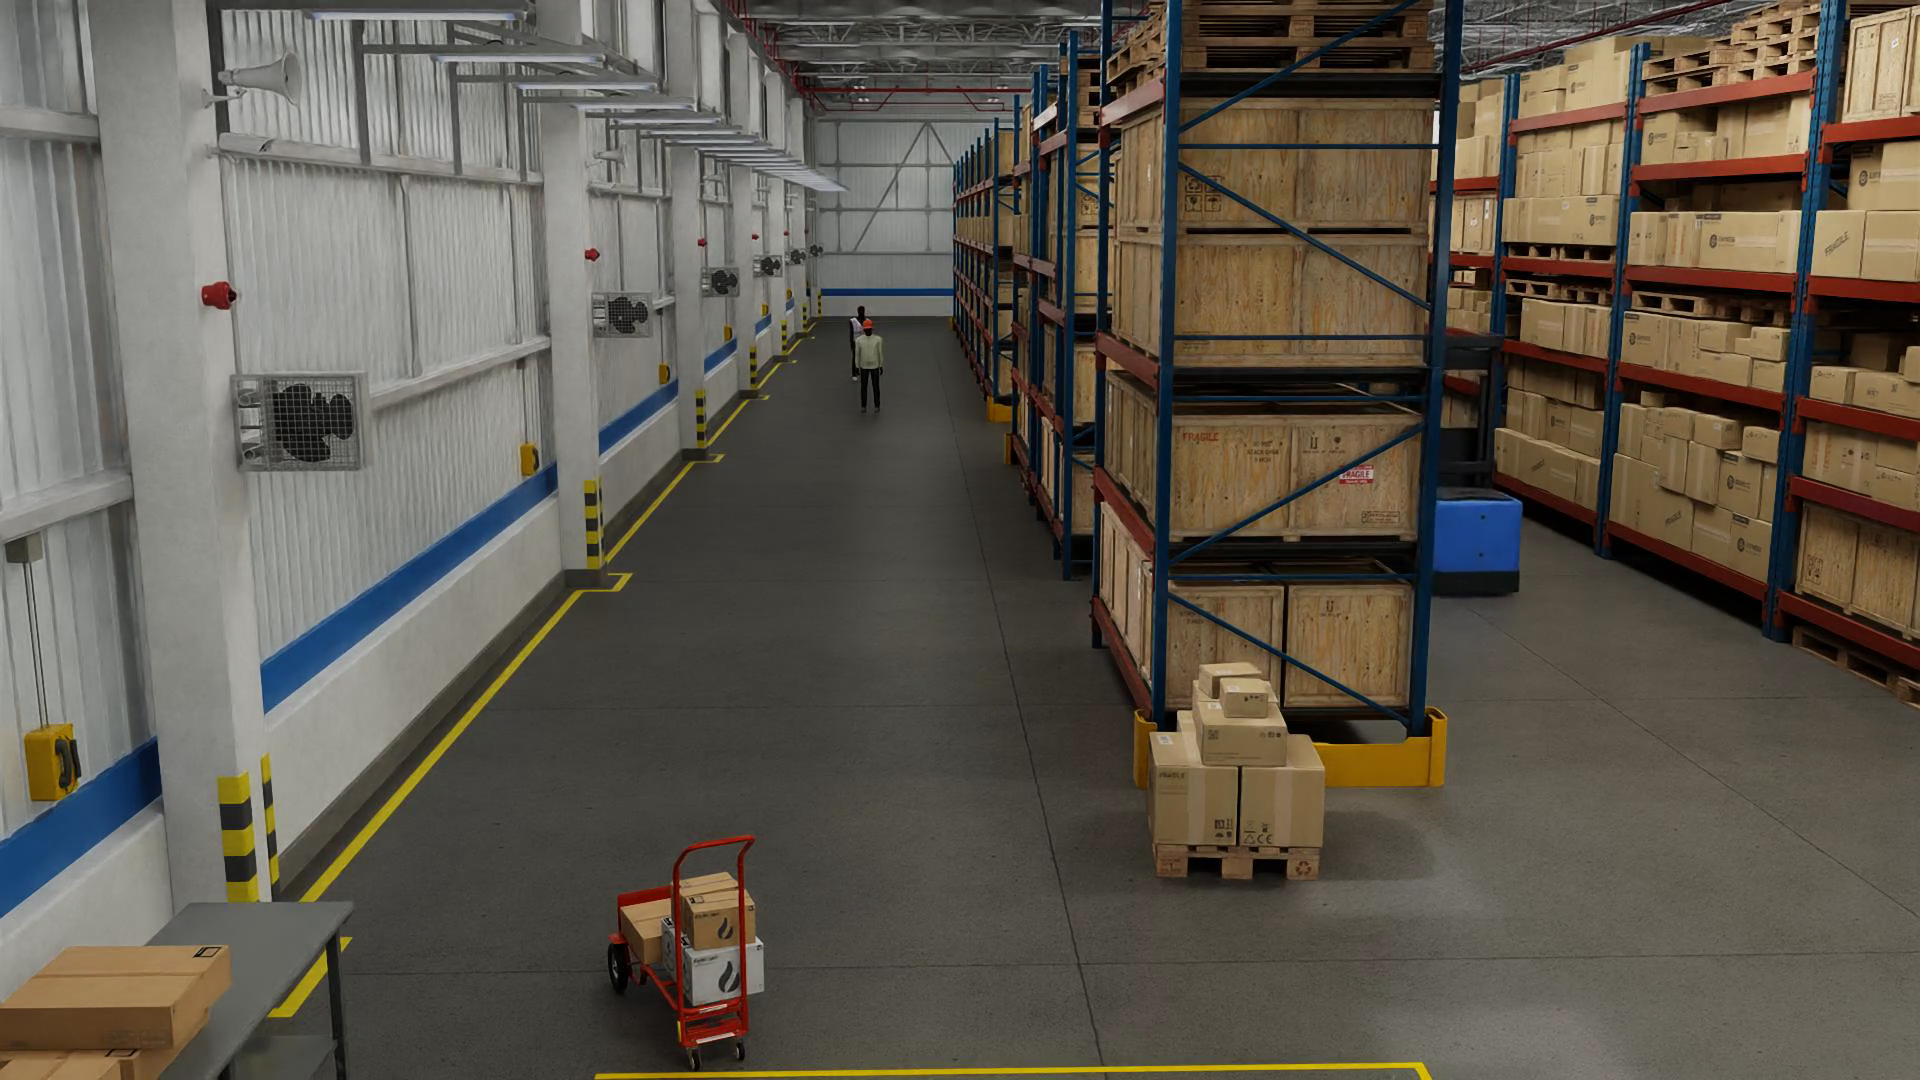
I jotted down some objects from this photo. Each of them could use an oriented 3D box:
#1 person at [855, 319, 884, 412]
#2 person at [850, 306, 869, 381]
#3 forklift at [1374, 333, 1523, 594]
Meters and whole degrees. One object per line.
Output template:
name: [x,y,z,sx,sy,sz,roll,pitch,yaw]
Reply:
person: [-1.938,-3.711,35.497,0.618,1.989,0.401,0,11,1]
person: [-2.548,-5.038,42.605,0.592,1.910,0.386,-5,12,-25]
forklift: [5.515,-0.915,18.612,1.129,2.768,1.873,0,11,-2]
